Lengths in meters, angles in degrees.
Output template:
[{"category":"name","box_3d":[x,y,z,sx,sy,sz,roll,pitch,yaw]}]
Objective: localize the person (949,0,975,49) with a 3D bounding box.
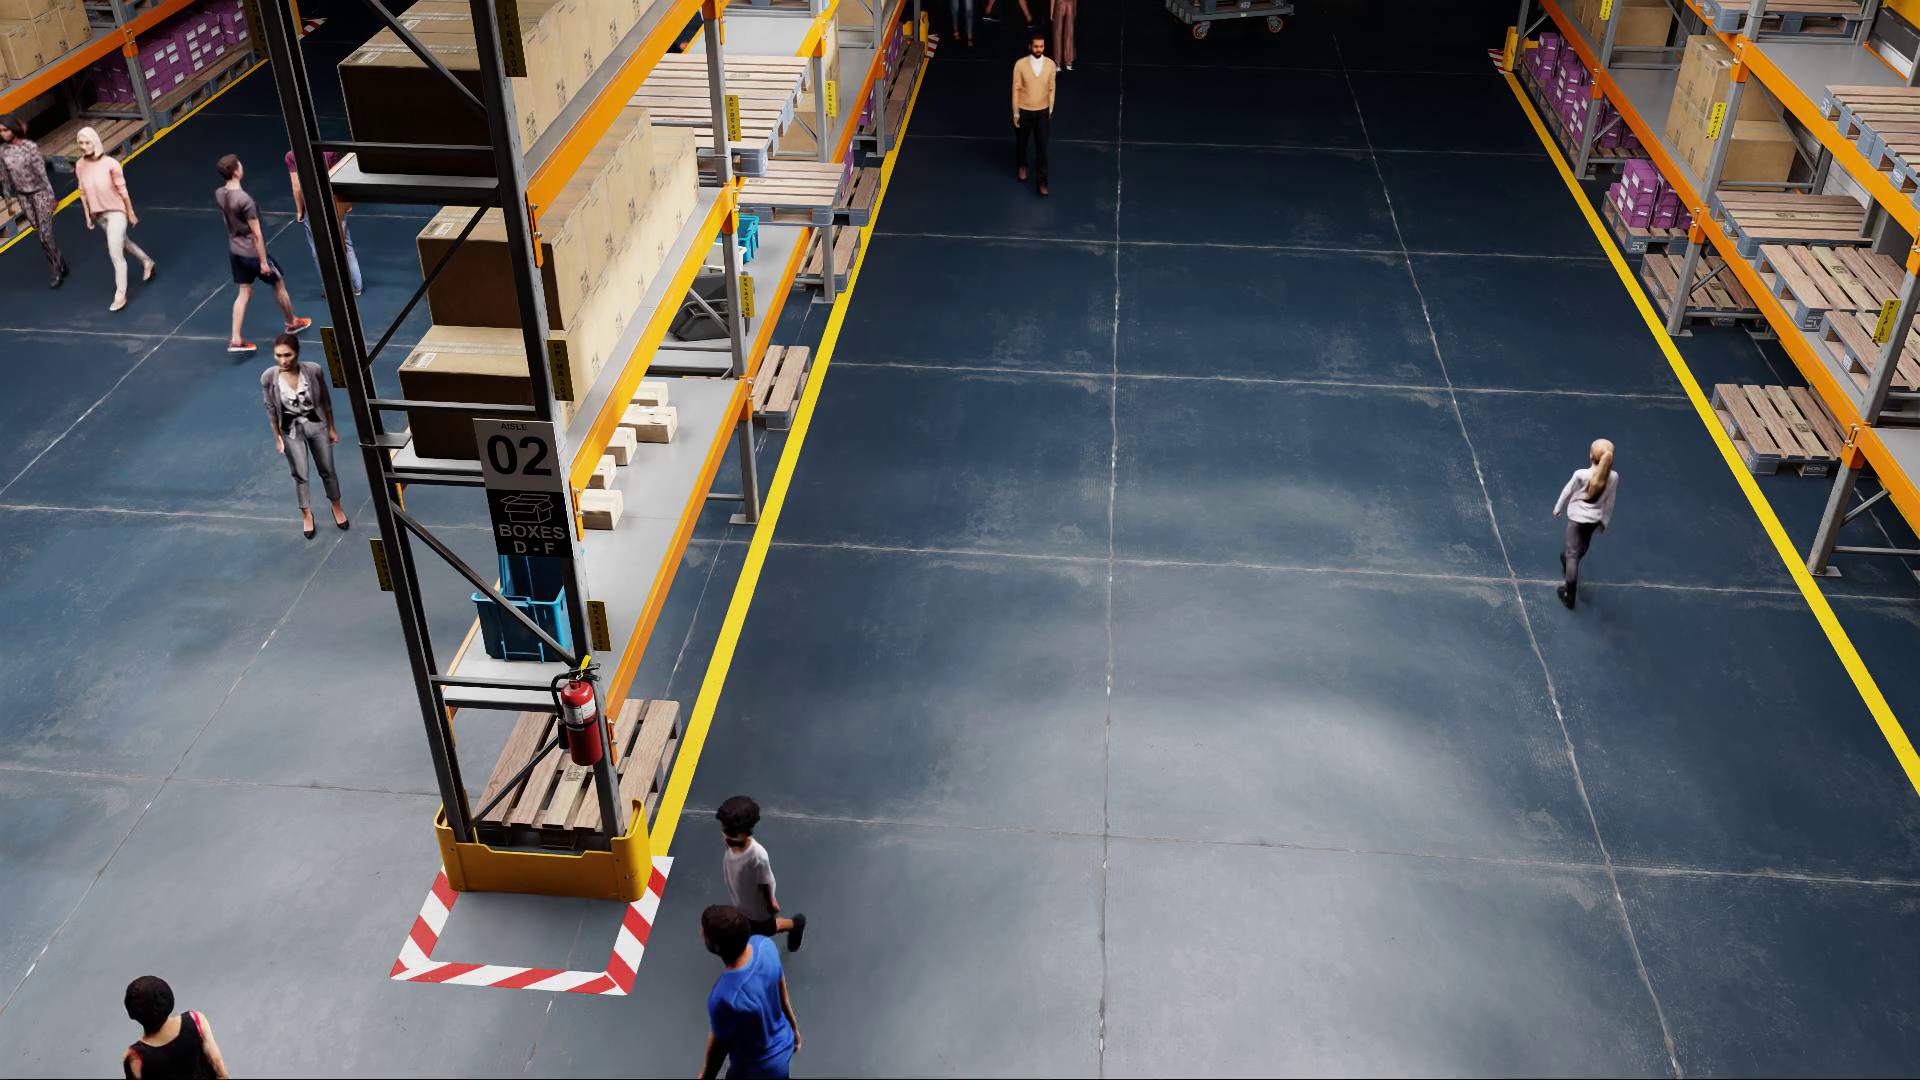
[{"category":"person","box_3d":[-0.018,-7.645,22.881,0.773,1.638,1.140,-4,34,-7]}]

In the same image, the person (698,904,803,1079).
[{"category":"person","box_3d":[-0.821,2.404,7.596,0.809,1.821,1.093,10,35,15]}]

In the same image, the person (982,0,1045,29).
[{"category":"person","box_3d":[0.630,-8.201,23.586,0.972,1.781,1.234,14,36,20]}]

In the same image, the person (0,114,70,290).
[{"category":"person","box_3d":[-9.093,-3.389,16.415,0.576,1.707,0.696,3,34,4]}]

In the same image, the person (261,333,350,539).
[{"category":"person","box_3d":[-4.943,-0.812,12.563,0.709,1.678,0.724,-13,36,-19]}]

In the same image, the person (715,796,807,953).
[{"category":"person","box_3d":[-1.084,1.844,8.959,0.738,1.245,0.820,27,42,35]}]

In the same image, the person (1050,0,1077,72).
[{"category":"person","box_3d":[1.389,-7.026,22.018,0.629,1.561,0.645,-11,35,-16]}]

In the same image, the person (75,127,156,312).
[{"category":"person","box_3d":[-8.192,-3.175,16.117,0.619,1.681,1.155,3,34,5]}]

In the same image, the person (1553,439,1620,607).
[{"category":"person","box_3d":[4.479,-0.107,11.885,0.540,1.255,0.832,-1,34,-1]}]

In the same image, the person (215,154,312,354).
[{"category":"person","box_3d":[-6.498,-2.537,15.039,0.962,1.810,1.262,15,37,22]}]

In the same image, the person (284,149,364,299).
[{"category":"person","box_3d":[-6.145,-3.215,16.022,0.740,1.852,0.764,-20,38,-27]}]

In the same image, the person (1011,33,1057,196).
[{"category":"person","box_3d":[0.776,-4.755,18.466,0.794,1.711,1.216,-3,34,-4]}]

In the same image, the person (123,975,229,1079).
[{"category":"person","box_3d":[-3.488,2.616,7.555,0.940,1.514,1.045,21,39,29]}]
